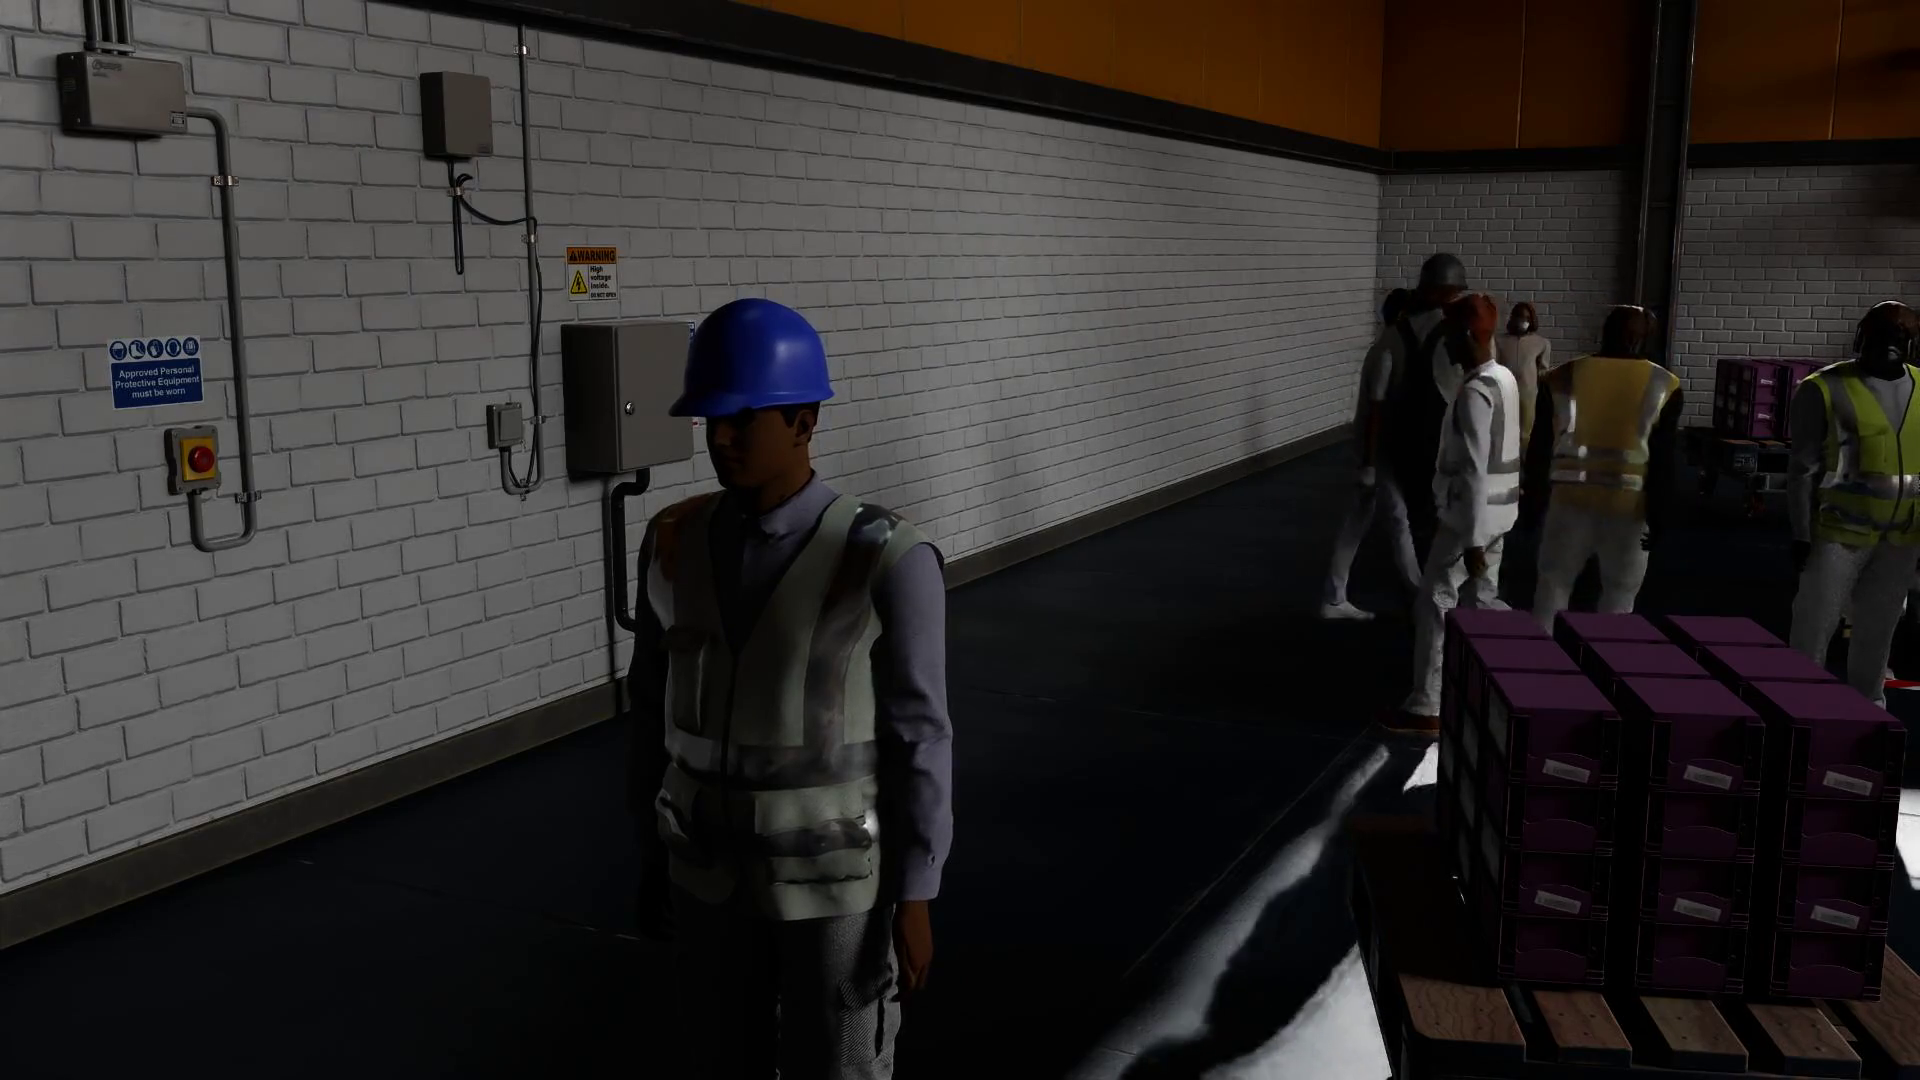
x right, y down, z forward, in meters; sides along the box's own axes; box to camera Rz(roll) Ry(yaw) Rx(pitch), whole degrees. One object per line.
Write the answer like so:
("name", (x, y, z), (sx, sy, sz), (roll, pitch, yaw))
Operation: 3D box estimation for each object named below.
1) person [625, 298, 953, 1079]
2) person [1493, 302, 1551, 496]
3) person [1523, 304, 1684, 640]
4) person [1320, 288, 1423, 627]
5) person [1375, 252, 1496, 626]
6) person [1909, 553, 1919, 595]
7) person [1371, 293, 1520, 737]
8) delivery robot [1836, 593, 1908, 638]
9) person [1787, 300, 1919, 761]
("person", (-0.314, 0.564, 2.879), (0.618, 1.945, 0.395), (5, 11, 25))
("person", (4.678, -1.193, 13.985), (0.519, 1.618, 0.492), (3, 10, 17))
("person", (2.813, -0.129, 7.365), (0.655, 1.809, 0.719), (5, 11, 26))
("person", (2.395, -0.438, 9.035), (0.881, 1.828, 0.527), (2, 10, 9))
("person", (2.547, -0.515, 8.858), (0.714, 2.000, 0.535), (9, 14, 43))
("person", (5.950, -0.570, 9.668), (0.849, 1.876, 0.642), (9, 13, 42))
("person", (2.178, -0.081, 6.849), (0.788, 1.862, 0.574), (6, 12, 32))
("delivery robot", (4.579, 0.235, 8.540), (0.477, 0.478, 0.707), (2, 10, 12))
("person", (3.596, -0.024, 6.603), (0.624, 1.841, 0.430), (0, 10, -2))
